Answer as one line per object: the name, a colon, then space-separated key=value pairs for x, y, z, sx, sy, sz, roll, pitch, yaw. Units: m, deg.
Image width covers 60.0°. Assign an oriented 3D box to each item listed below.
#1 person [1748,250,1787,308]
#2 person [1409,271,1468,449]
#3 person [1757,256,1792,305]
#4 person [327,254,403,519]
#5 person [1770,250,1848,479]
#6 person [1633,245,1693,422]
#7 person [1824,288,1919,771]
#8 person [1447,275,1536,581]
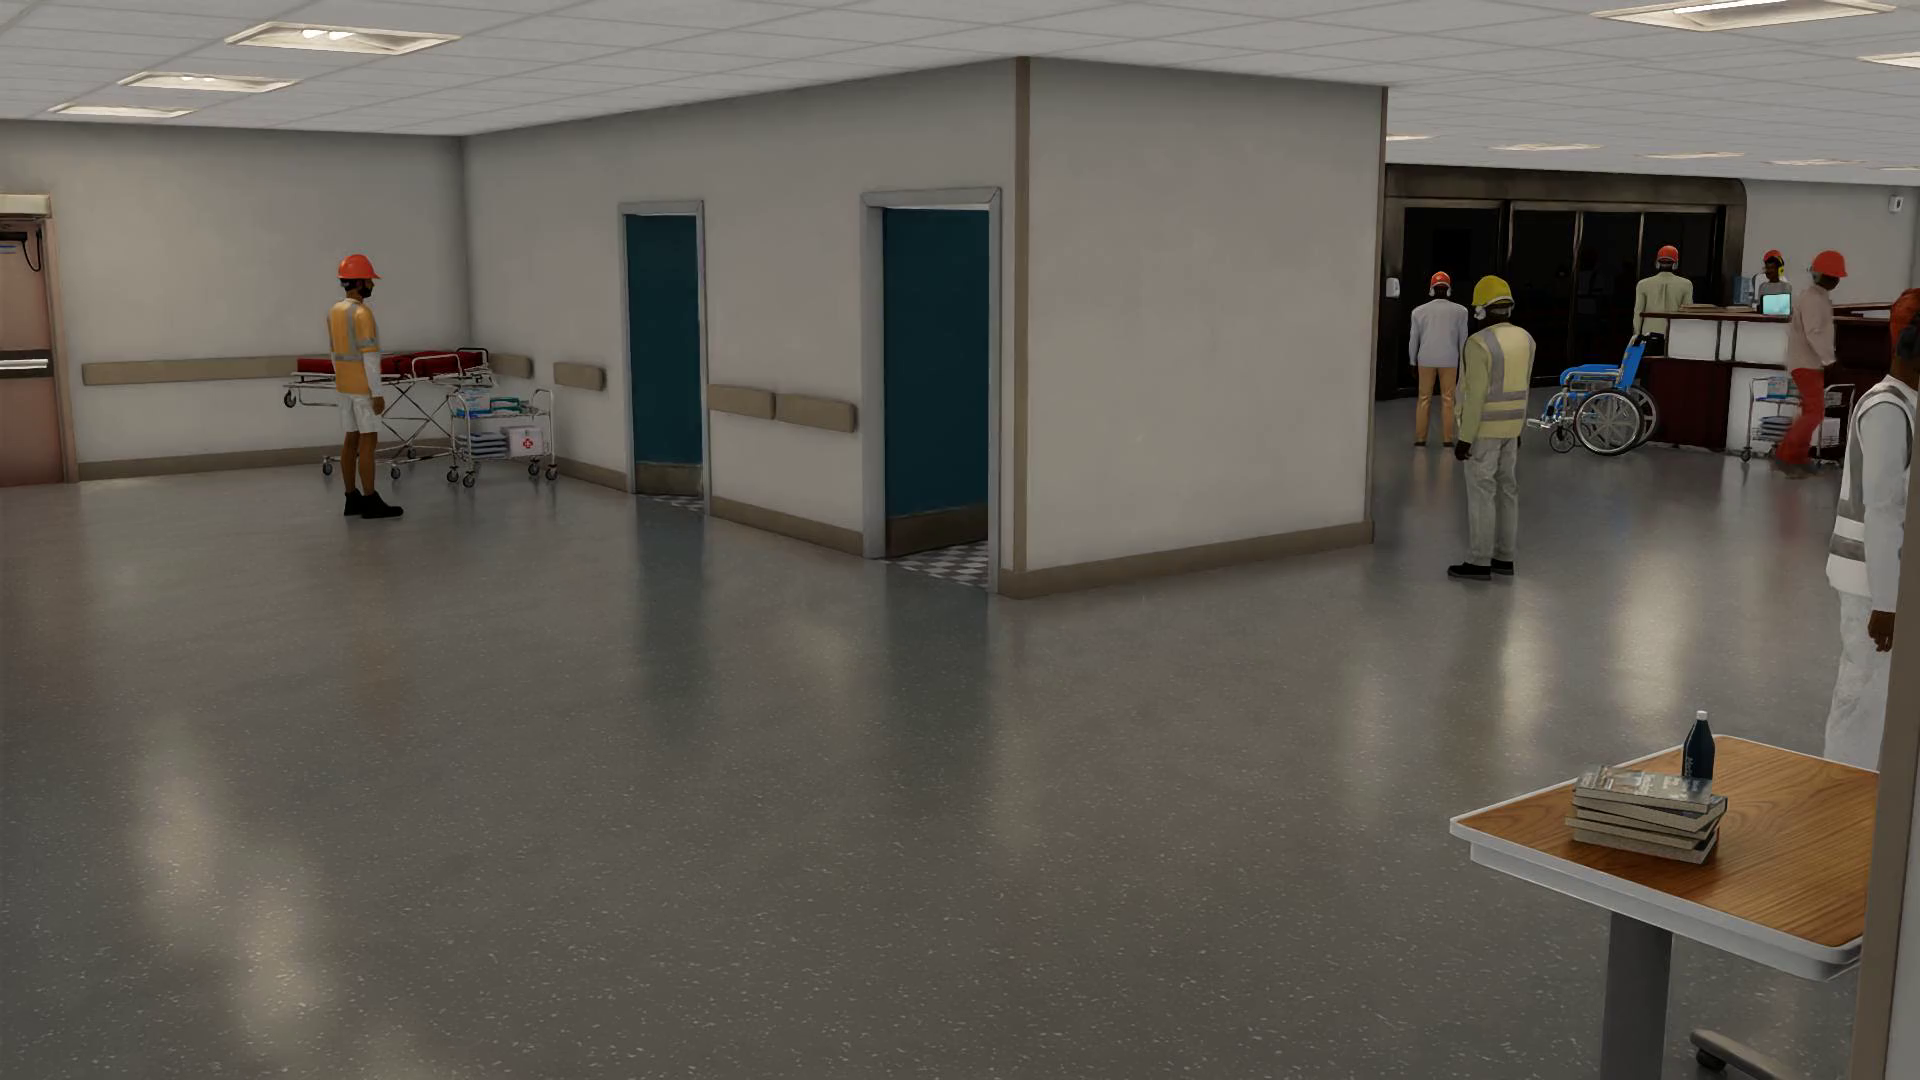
person: x=11.643 y=-3.211 z=24.002 sx=0.392 sy=1.929 sz=0.546 roll=-7 pitch=12 yaw=-33
person: x=4.729 y=-1.775 z=16.458 sx=0.564 sy=1.743 sz=0.352 roll=3 pitch=11 yaw=18
person: x=9.912 y=-2.542 z=20.405 sx=0.328 sy=1.873 sz=0.512 roll=-4 pitch=11 yaw=-22
person: x=-4.413 y=-1.127 z=12.283 sx=0.543 sy=1.939 sz=0.362 roll=9 pitch=14 yaw=42
person: x=7.313 y=-1.485 z=14.214 sx=0.499 sy=1.959 sz=0.621 roll=8 pitch=13 yaw=38
person: x=7.938 y=-2.321 z=18.808 sx=0.622 sy=1.993 sz=0.381 roll=4 pitch=11 yaw=21
person: x=2.953 y=0.148 z=5.290 sx=0.353 sy=1.886 sz=0.573 roll=6 pitch=12 yaw=30
person: x=3.188 y=-0.671 z=10.034 sx=0.601 sy=1.827 sz=0.403 roll=-8 pitch=13 yaw=-38
